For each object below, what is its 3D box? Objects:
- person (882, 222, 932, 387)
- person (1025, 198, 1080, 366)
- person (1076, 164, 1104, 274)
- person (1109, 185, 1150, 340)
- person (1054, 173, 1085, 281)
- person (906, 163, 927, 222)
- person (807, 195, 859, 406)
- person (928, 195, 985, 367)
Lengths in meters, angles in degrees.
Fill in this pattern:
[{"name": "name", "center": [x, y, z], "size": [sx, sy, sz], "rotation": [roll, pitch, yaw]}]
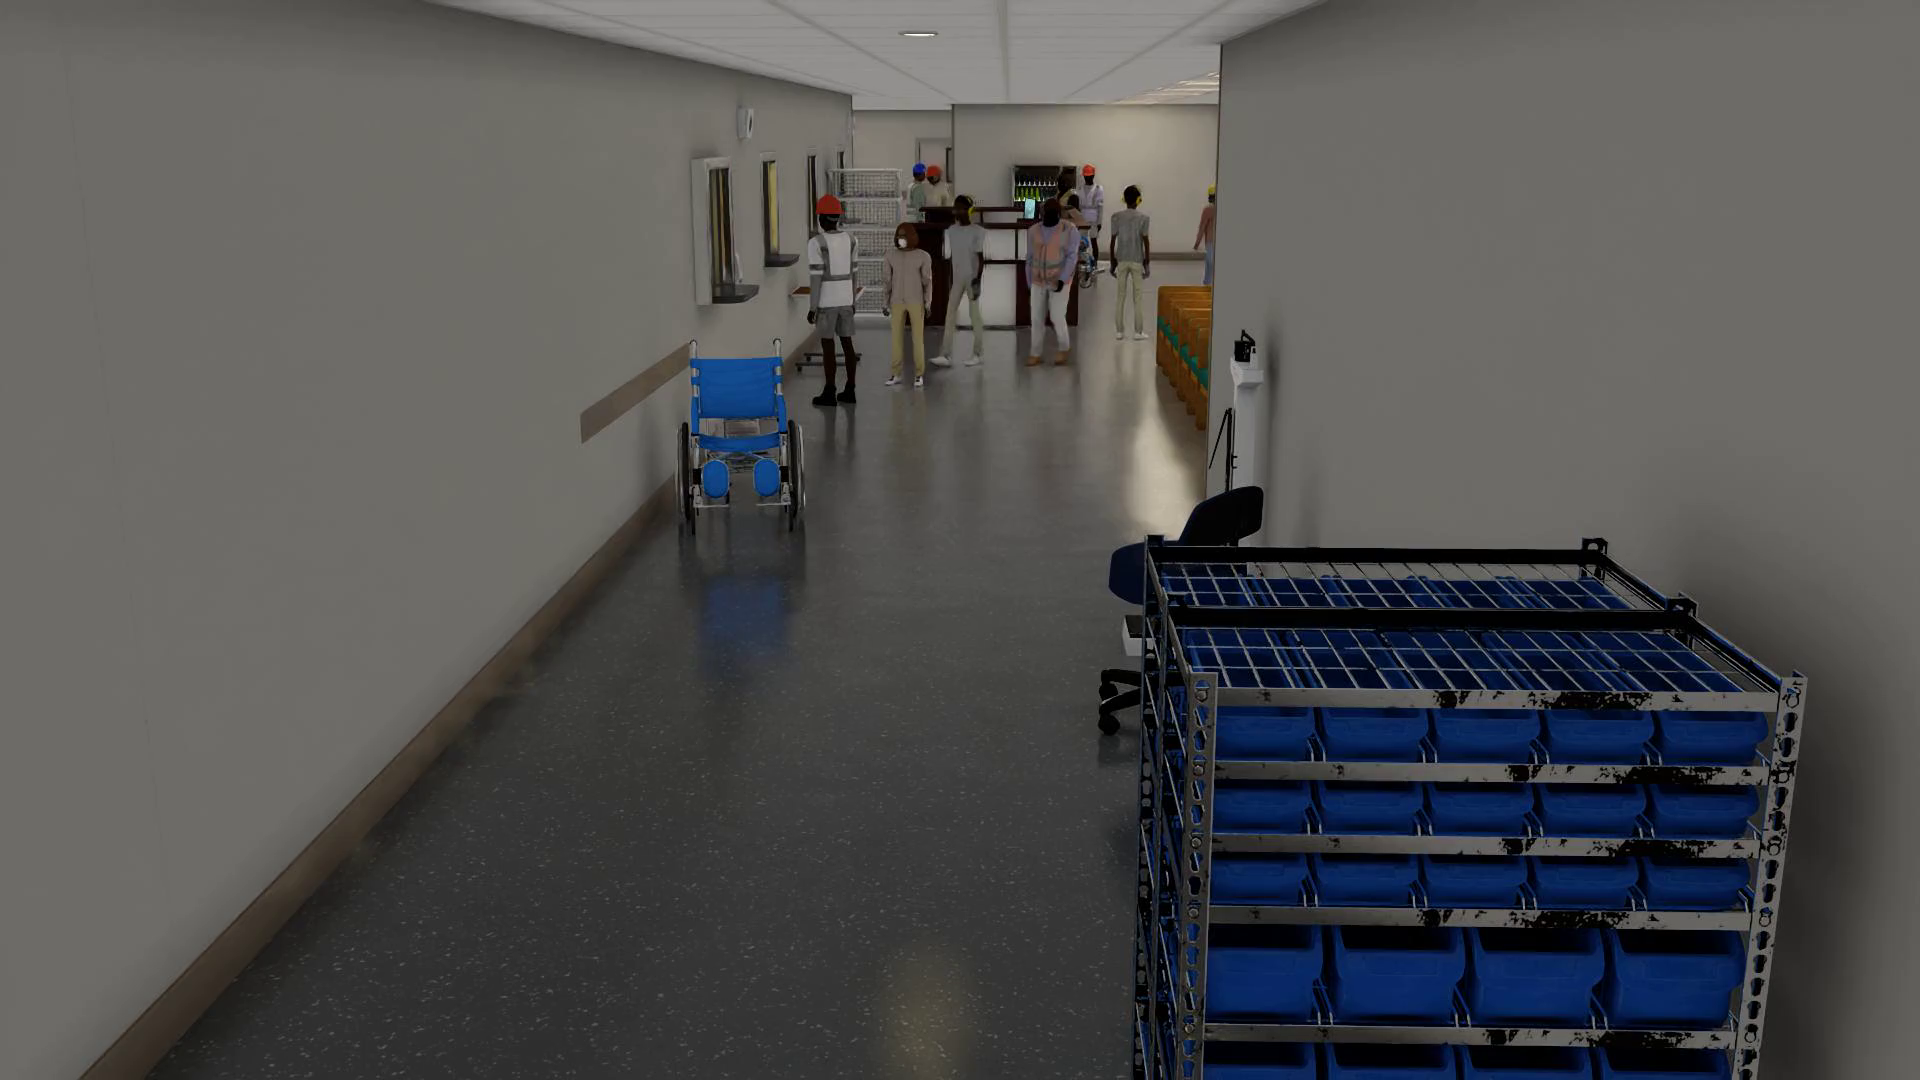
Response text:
[{"name": "person", "center": [-0.527, -2.340, 16.568], "size": [0.507, 1.631, 0.275], "rotation": [3, 14, 14]}, {"name": "person", "center": [0.977, -2.763, 17.905], "size": [0.630, 1.814, 0.534], "rotation": [7, 15, 25]}, {"name": "person", "center": [2.284, -5.704, 29.612], "size": [0.545, 1.929, 0.390], "rotation": [9, 16, 31]}, {"name": "person", "center": [2.070, -3.372, 20.269], "size": [0.513, 1.872, 0.331], "rotation": [5, 15, 20]}, {"name": "person", "center": [1.786, -5.180, 27.716], "size": [0.569, 1.828, 0.626], "rotation": [-7, 15, -25]}, {"name": "person", "center": [-0.750, -5.698, 29.549], "size": [0.407, 1.942, 0.615], "rotation": [-3, 14, -12]}, {"name": "person", "center": [-1.190, -2.211, 15.411], "size": [0.543, 1.939, 0.370], "rotation": [-11, 18, -39]}, {"name": "person", "center": [-0.011, -2.746, 17.799], "size": [0.550, 1.830, 0.900], "rotation": [10, 17, 35]}]
